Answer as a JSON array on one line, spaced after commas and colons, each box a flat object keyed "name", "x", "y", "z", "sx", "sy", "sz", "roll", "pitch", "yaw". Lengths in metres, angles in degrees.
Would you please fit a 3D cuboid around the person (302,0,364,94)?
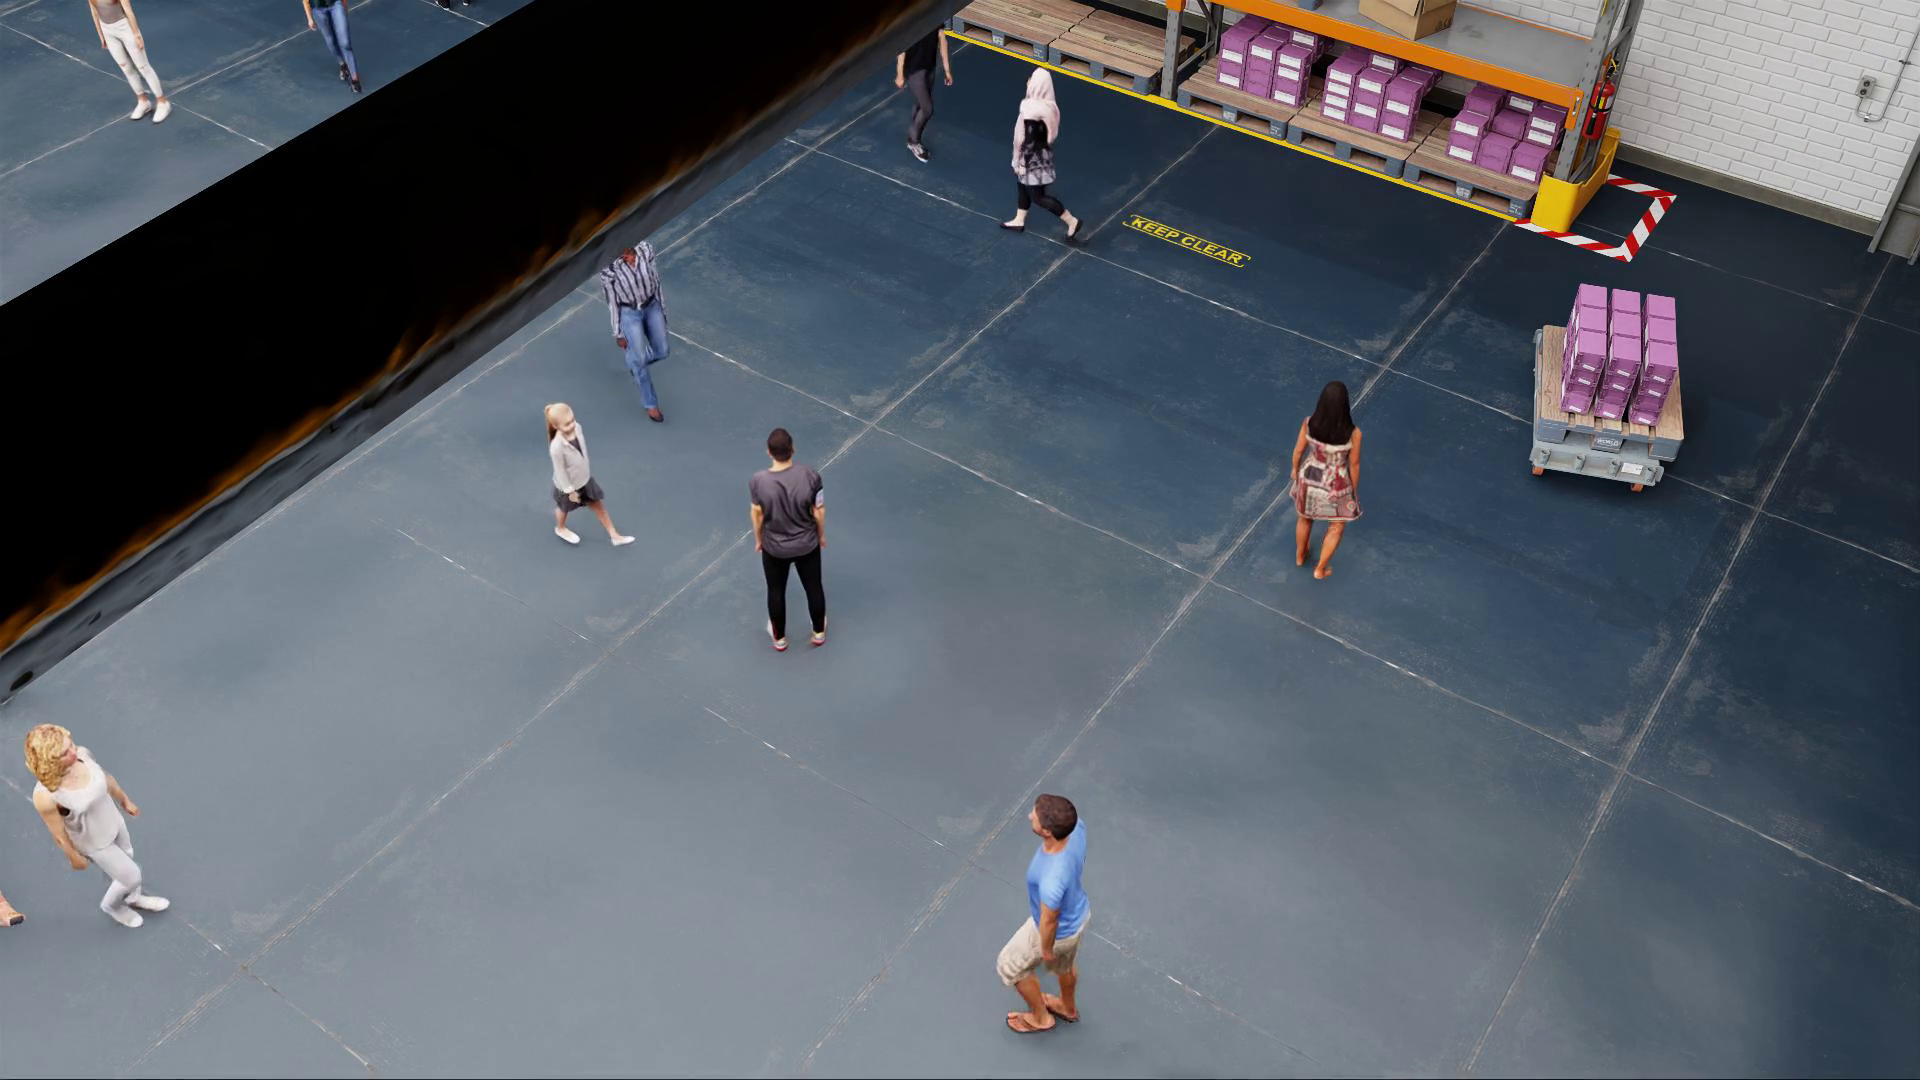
[{"name": "person", "x": -6.311, "y": -5.316, "z": 16.552, "sx": 0.910, "sy": 1.589, "sz": 1.031, "roll": -13, "pitch": 45, "yaw": -13}]

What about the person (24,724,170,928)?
[{"name": "person", "x": -4.886, "y": 1.588, "z": 9.255, "sx": 0.755, "sy": 1.658, "sz": 0.719, "roll": 2, "pitch": 44, "yaw": 3}]

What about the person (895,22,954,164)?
[{"name": "person", "x": -0.421, "y": -4.428, "z": 15.455, "sx": 0.680, "sy": 1.817, "sz": 0.697, "roll": -34, "pitch": 53, "yaw": -30}]

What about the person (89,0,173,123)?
[{"name": "person", "x": -8.051, "y": -4.869, "z": 15.989, "sx": 0.585, "sy": 1.719, "sz": 0.715, "roll": 6, "pitch": 44, "yaw": 6}]

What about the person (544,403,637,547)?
[{"name": "person", "x": -2.775, "y": -0.450, "z": 11.693, "sx": 0.874, "sy": 1.245, "sz": 0.552, "roll": 22, "pitch": 48, "yaw": 21}]

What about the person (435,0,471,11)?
[{"name": "person", "x": -5.566, "y": -6.549, "z": 17.698, "sx": 0.695, "sy": 1.794, "sz": 0.687, "roll": -21, "pitch": 47, "yaw": -20}]

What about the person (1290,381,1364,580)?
[{"name": "person", "x": 2.462, "y": -0.366, "z": 11.321, "sx": 0.639, "sy": 1.638, "sz": 0.799, "roll": 18, "pitch": 47, "yaw": 18}]

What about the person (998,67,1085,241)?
[{"name": "person", "x": 0.741, "y": -3.301, "z": 14.418, "sx": 1.110, "sy": 1.615, "sz": 0.855, "roll": 11, "pitch": 45, "yaw": 11}]

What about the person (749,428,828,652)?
[{"name": "person", "x": -1.109, "y": 0.013, "z": 10.834, "sx": 0.696, "sy": 1.760, "sz": 0.759, "roll": -6, "pitch": 44, "yaw": -7}]

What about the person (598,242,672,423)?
[{"name": "person", "x": -2.492, "y": -1.709, "z": 12.628, "sx": 0.738, "sy": 1.779, "sz": 0.825, "roll": -32, "pitch": 52, "yaw": -29}]

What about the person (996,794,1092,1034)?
[{"name": "person", "x": 0.588, "y": 1.997, "z": 8.689, "sx": 0.705, "sy": 1.847, "sz": 0.695, "roll": 18, "pitch": 46, "yaw": 18}]
